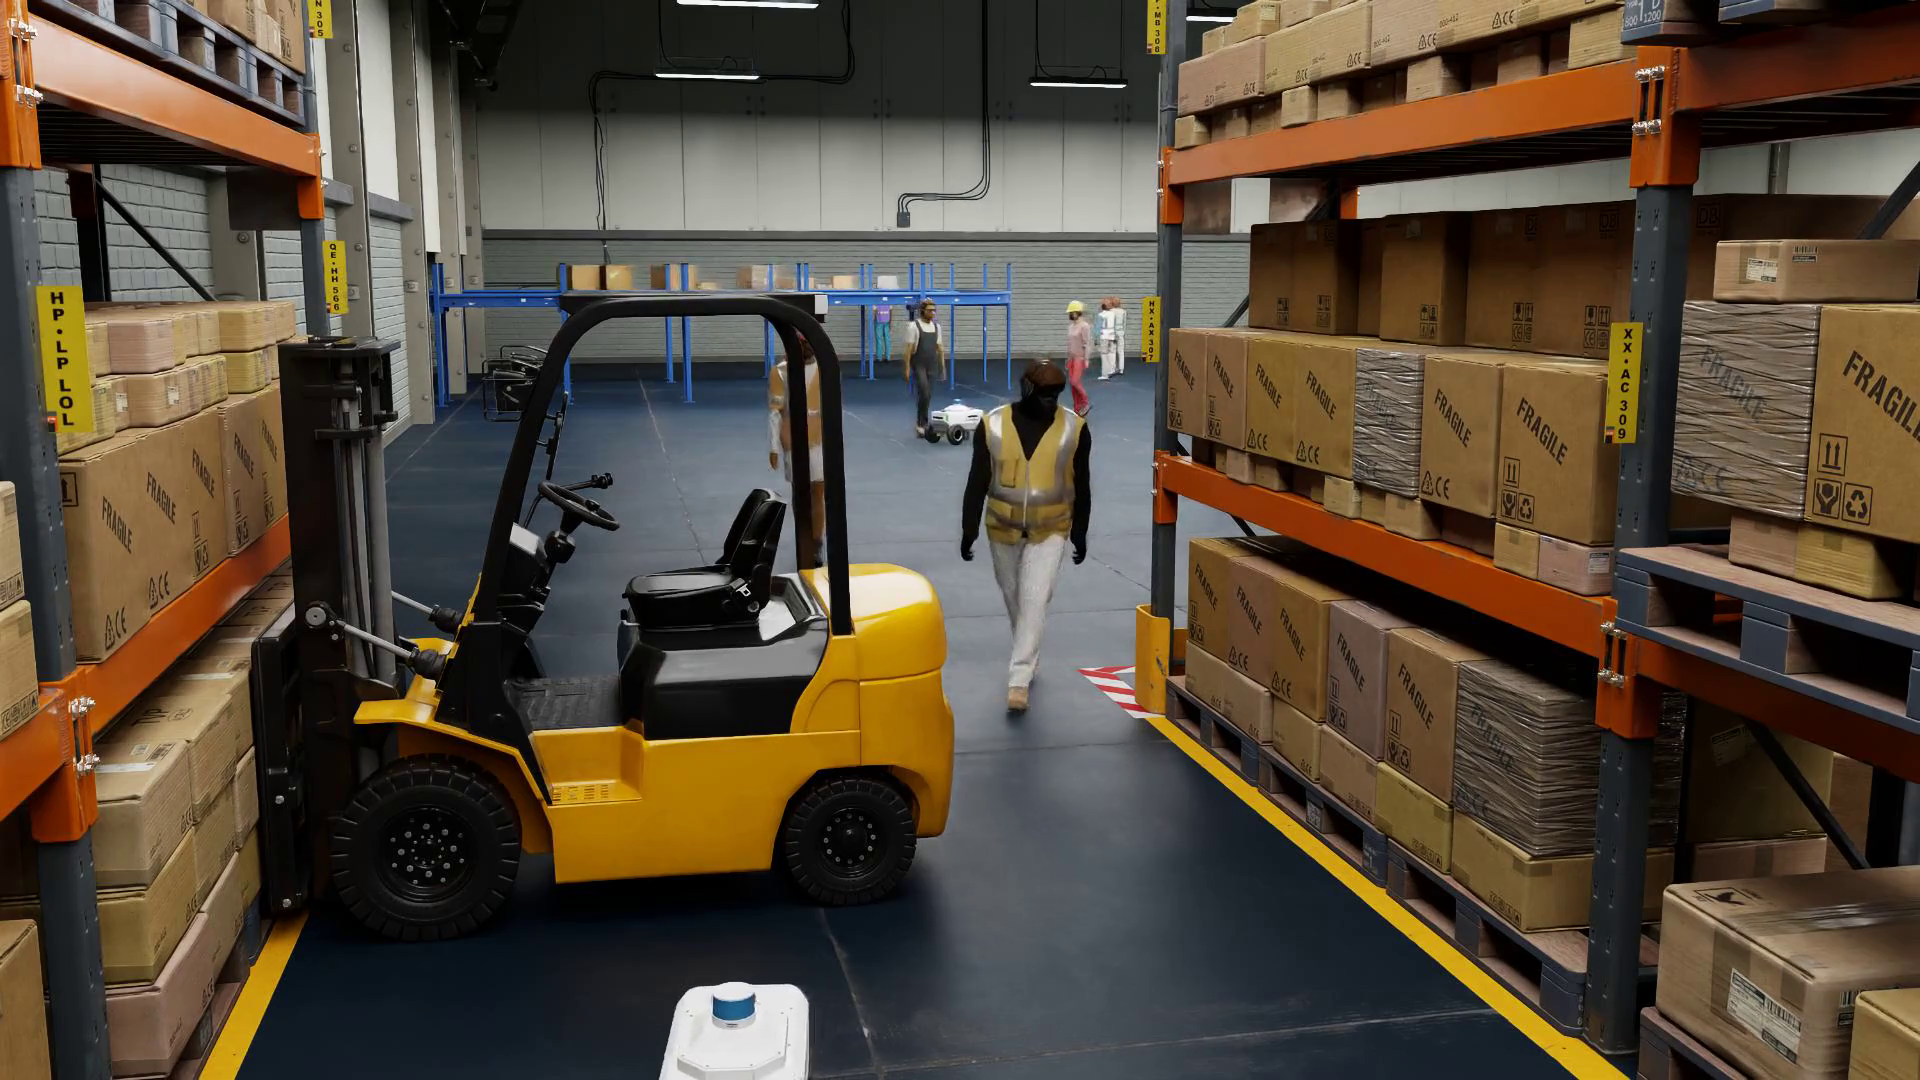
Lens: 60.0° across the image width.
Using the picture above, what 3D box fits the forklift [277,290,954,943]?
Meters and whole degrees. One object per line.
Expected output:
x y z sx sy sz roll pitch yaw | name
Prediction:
-1.179 0.175 6.143 2.313 2.155 1.214 -2 10 -12 | forklift

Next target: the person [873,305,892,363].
-1.859 -5.147 39.502 0.563 1.850 0.389 -6 11 -33 | person

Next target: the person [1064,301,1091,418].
1.714 -2.677 24.748 0.372 1.747 0.545 -5 11 -29 | person

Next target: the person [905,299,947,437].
-0.423 -2.261 21.965 0.558 1.826 0.551 -7 12 -37 | person

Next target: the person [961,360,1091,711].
0.358 -0.064 8.746 0.645 1.778 0.990 2 9 10 | person

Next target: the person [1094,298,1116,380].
2.895 -3.999 33.141 0.360 1.625 0.547 9 13 44 | person

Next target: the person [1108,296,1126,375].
3.262 -4.284 34.874 0.514 1.642 0.307 -6 11 -32 | person

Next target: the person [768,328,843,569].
-1.163 -0.748 12.582 0.564 1.884 1.019 -1 9 -6 | person

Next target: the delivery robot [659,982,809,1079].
-0.537 1.302 3.975 0.477 0.478 0.707 -1 9 -4 | delivery robot

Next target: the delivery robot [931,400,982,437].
-0.037 -1.571 21.486 0.477 0.478 0.707 9 13 44 | delivery robot
